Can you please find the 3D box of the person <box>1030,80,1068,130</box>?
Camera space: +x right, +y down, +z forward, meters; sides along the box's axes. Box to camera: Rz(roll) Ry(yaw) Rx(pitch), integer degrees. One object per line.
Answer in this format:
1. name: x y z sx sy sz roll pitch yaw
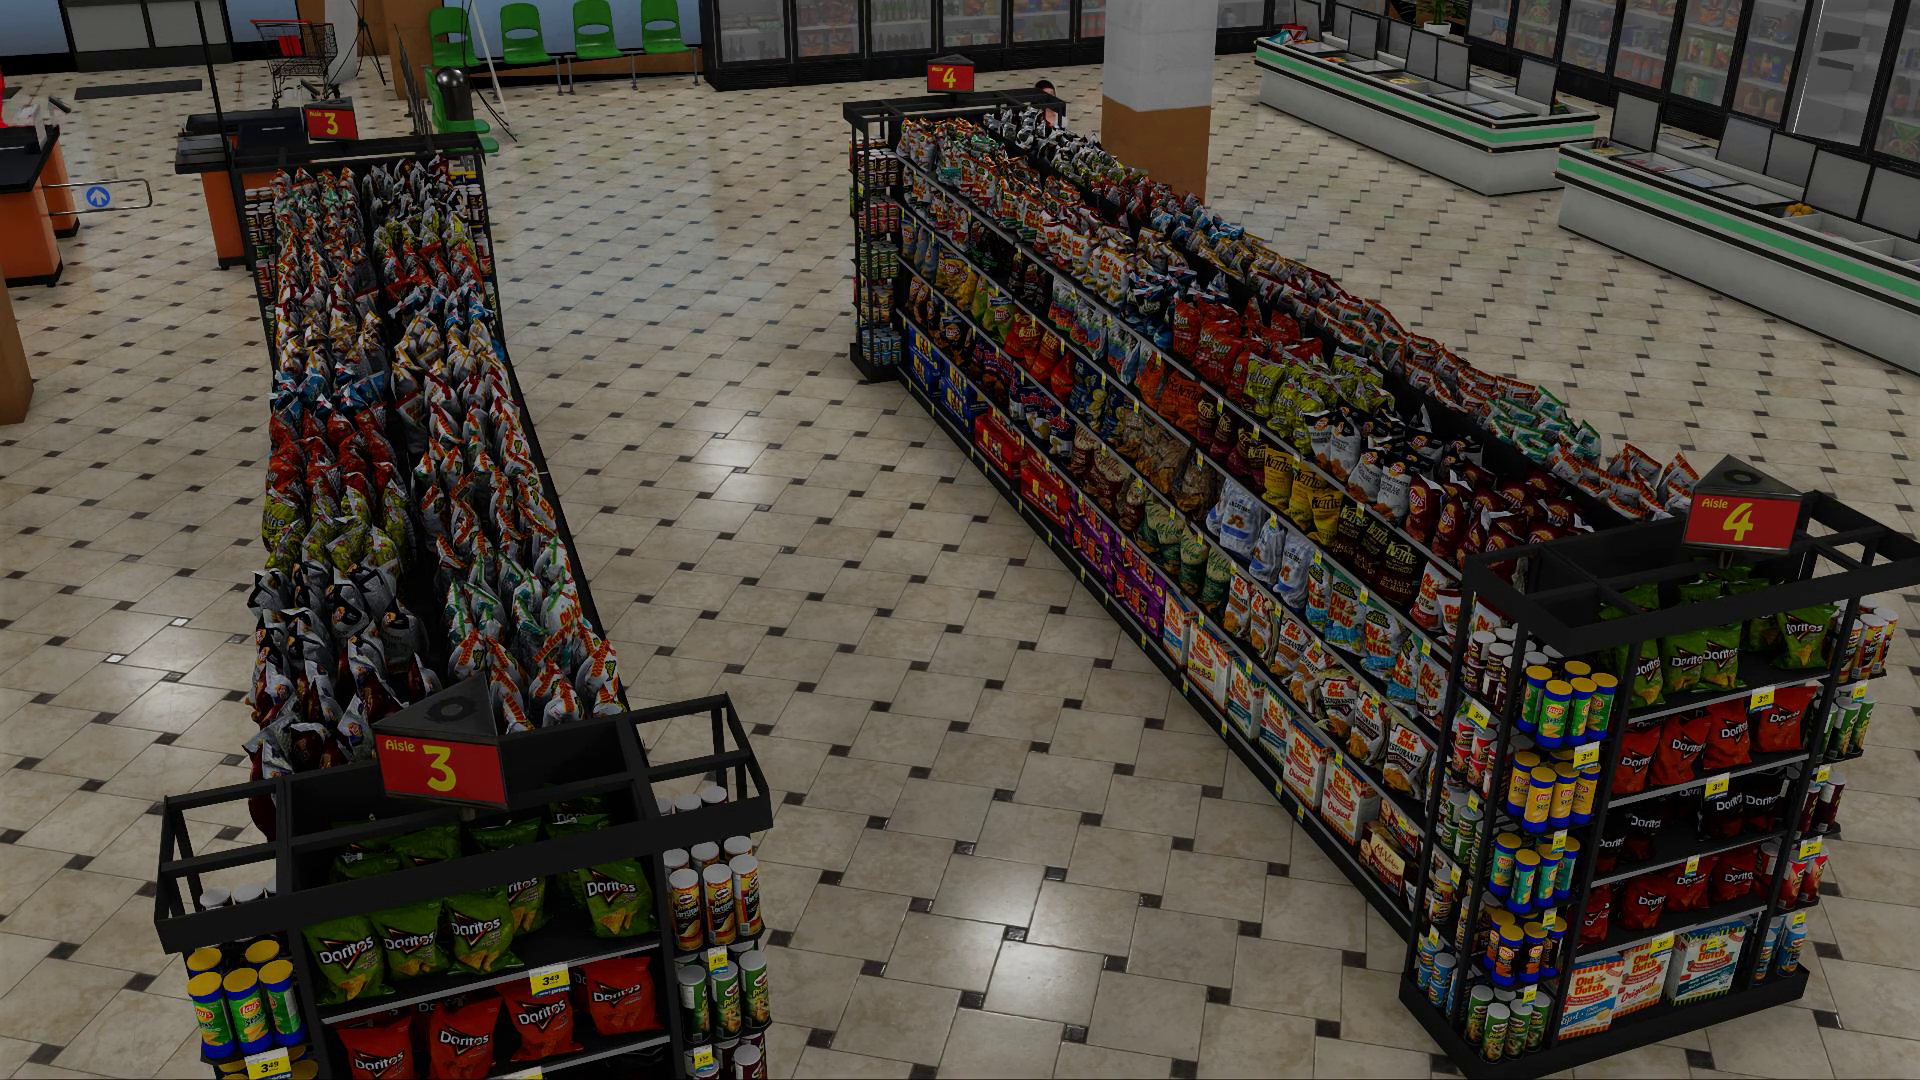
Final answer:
1. person: 0.723 -3.192 14.685 0.611 1.684 0.535 -11 29 -21
